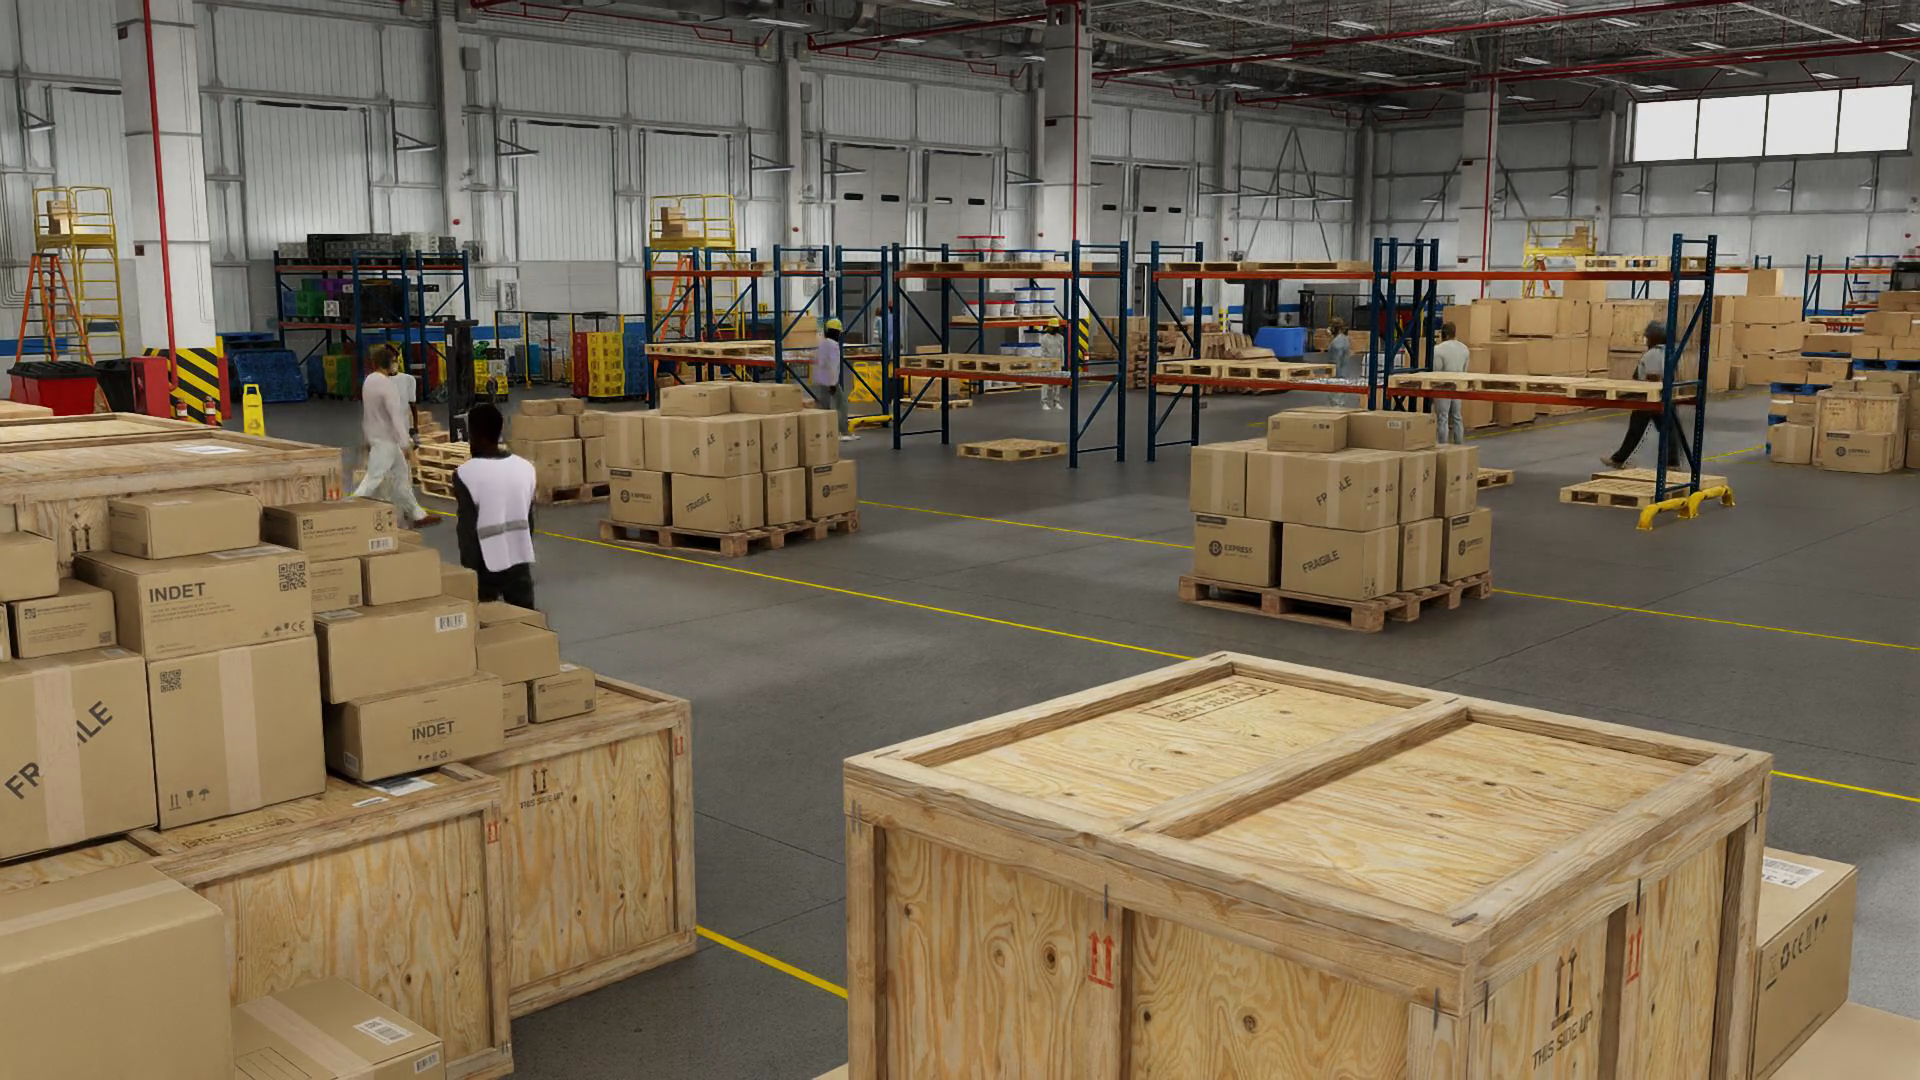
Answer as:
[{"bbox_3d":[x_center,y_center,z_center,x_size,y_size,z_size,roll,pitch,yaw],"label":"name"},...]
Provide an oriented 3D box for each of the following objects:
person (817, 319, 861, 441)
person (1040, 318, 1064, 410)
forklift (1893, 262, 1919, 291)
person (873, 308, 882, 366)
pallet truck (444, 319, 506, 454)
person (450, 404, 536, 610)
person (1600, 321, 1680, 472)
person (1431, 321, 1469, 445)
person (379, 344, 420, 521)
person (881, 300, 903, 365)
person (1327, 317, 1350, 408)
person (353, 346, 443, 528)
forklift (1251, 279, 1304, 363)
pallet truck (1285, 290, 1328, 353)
[{"bbox_3d":[-1.897,-2.436,25.509,0.850,1.883,0.609,-5,11,-28],"label":"person"},{"bbox_3d":[1.755,-3.318,31.400,0.487,1.736,0.320,-4,10,-24],"label":"person"},{"bbox_3d":[23.247,-5.404,40.679,1.129,2.768,1.873,4,10,21],"label":"forklift"},{"bbox_3d":[-2.164,-5.385,44.399,0.313,1.631,0.524,-1,9,-7],"label":"person"},{"bbox_3d":[-6.981,-1.942,22.150,1.885,1.965,0.823,1,9,9],"label":"pallet truck"},{"bbox_3d":[-2.757,0.149,9.701,0.940,1.872,0.622,6,11,33],"label":"person"},{"bbox_3d":[8.986,-1.888,21.691,0.695,2.000,1.030,-9,13,-42],"label":"person"},{"bbox_3d":[6.800,-2.072,23.177,0.625,1.931,0.378,-5,11,-28],"label":"person"},{"bbox_3d":[-5.967,-1.126,17.541,0.514,1.871,0.327,-2,9,-9],"label":"person"},{"bbox_3d":[-1.586,-4.680,39.136,0.545,1.933,0.376,4,10,24],"label":"person"},{"bbox_3d":[5.785,-2.450,25.499,0.363,1.929,0.630,3,10,20],"label":"person"},{"bbox_3d":[-5.784,-0.999,16.733,1.039,1.887,0.652,-7,11,-35],"label":"person"},{"bbox_3d":[8.301,-6.129,45.120,1.873,2.768,1.129,9,13,43],"label":"forklift"},{"bbox_3d":[11.297,-6.951,52.861,1.885,1.965,0.823,-5,11,-29],"label":"pallet truck"}]
